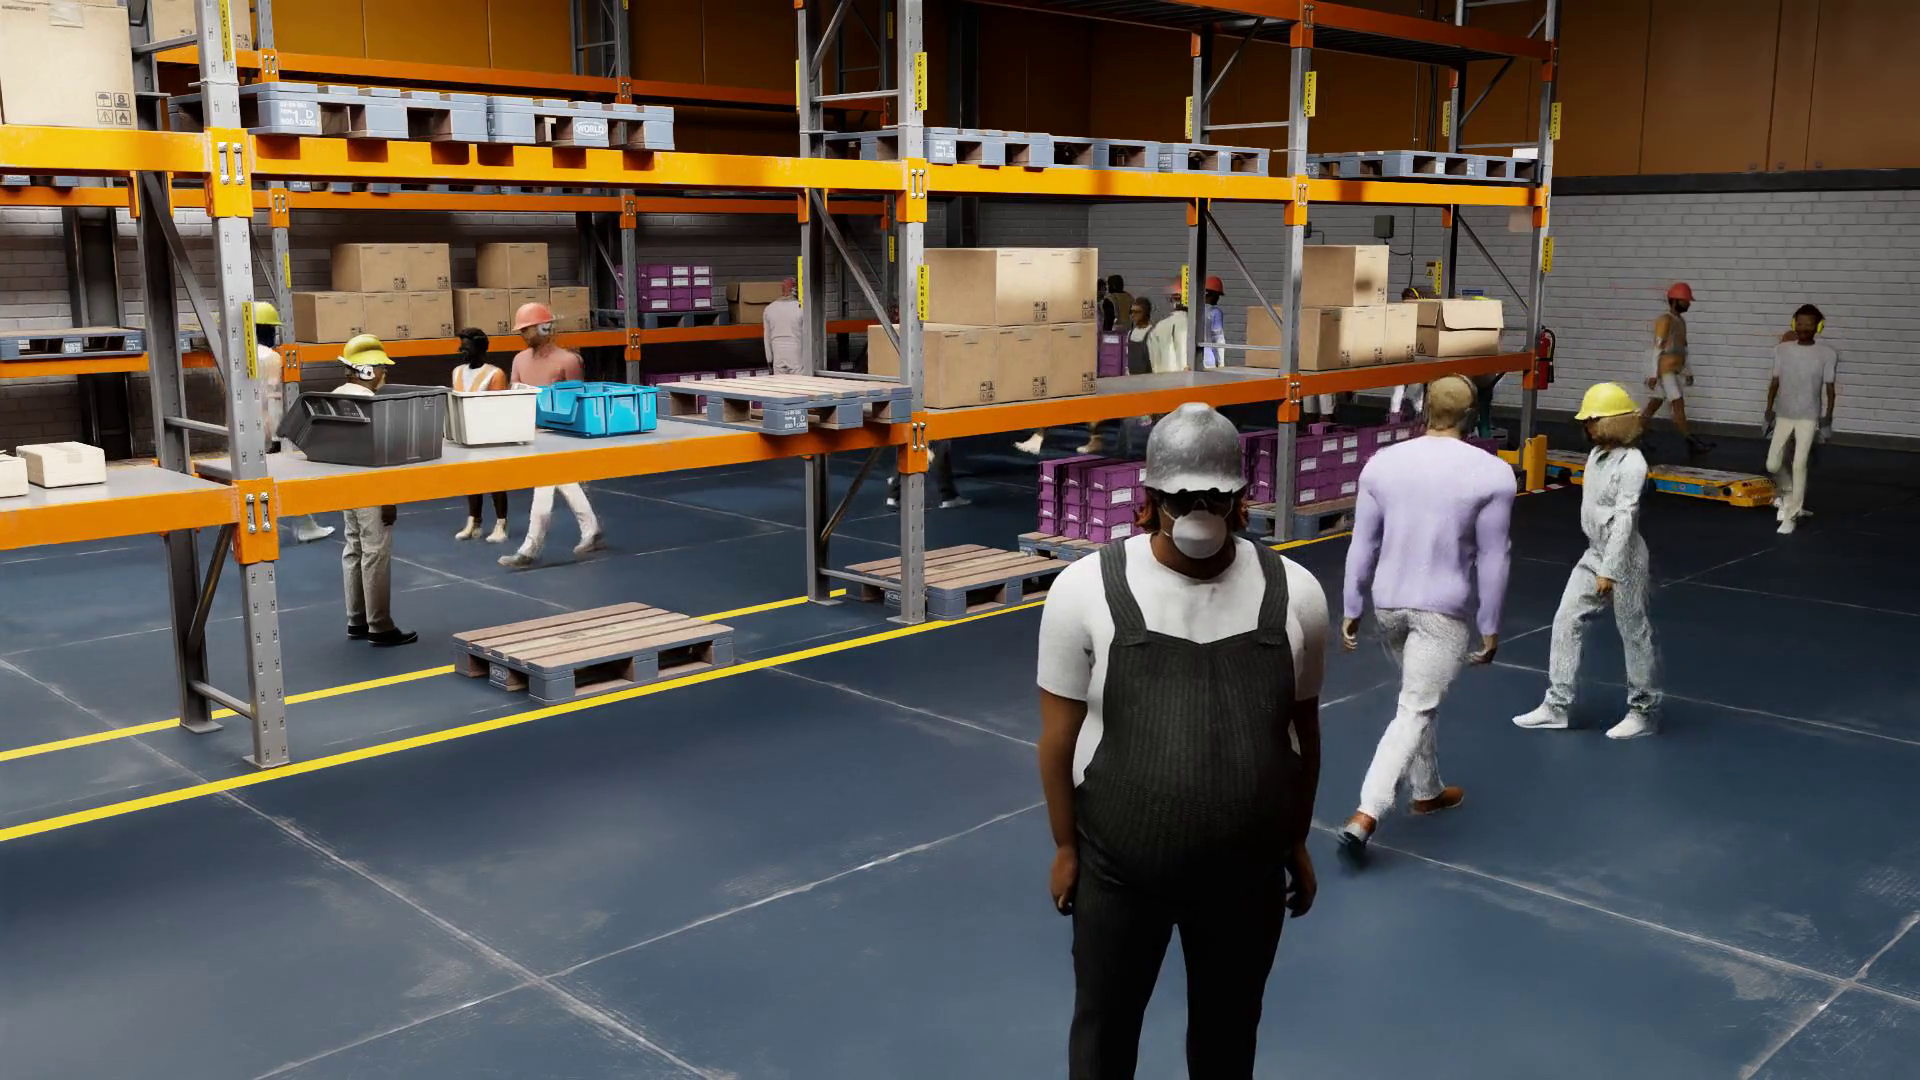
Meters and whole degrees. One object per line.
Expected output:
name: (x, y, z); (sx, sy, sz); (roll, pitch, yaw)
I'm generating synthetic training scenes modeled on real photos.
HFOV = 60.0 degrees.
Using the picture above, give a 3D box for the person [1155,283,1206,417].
person: (2.176, -1.478, 15.923); (0.629, 1.954, 0.820); (10, 14, 43)

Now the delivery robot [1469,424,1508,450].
delivery robot: (5.360, -1.081, 17.336); (0.477, 0.478, 0.707); (-5, 12, -27)

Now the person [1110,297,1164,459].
person: (1.852, -1.540, 16.748); (0.986, 1.794, 0.536); (-7, 13, -35)

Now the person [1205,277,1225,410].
person: (2.880, -2.071, 19.246); (0.368, 1.929, 0.542); (-7, 12, -33)

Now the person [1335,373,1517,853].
person: (1.784, 0.289, 6.553); (0.984, 1.882, 0.640); (-10, 14, -44)

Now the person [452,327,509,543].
person: (-3.771, -0.820, 13.054); (0.540, 1.695, 0.317); (5, 11, 24)

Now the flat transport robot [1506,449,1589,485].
flat transport robot: (5.993, -0.737, 16.491); (0.652, 0.197, 1.431); (-5, 11, -25)

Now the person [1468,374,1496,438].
person: (5.121, -1.512, 16.671); (0.533, 1.759, 0.343); (-3, 11, -13)

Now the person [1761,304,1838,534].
person: (6.801, -0.983, 13.494); (0.538, 1.860, 0.506); (10, 14, 43)

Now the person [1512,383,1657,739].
person: (3.026, 0.115, 7.906); (0.761, 1.702, 0.514); (-1, 10, -7)

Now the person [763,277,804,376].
person: (-2.021, -2.180, 19.906); (0.643, 1.905, 0.399); (4, 11, 22)

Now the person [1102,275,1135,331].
person: (2.252, -2.903, 24.029); (0.430, 1.842, 0.619); (10, 14, 44)

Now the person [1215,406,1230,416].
person: (3.045, -2.512, 21.827); (1.020, 1.875, 0.538); (9, 13, 39)

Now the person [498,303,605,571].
person: (-2.999, -0.776, 12.241); (0.602, 1.935, 1.097); (7, 13, 34)

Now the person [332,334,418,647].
person: (-3.475, -0.291, 9.801); (0.404, 1.829, 0.600); (-10, 14, -43)

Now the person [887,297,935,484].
person: (-0.488, -1.443, 16.083); (0.482, 1.829, 0.649); (-5, 12, -27)

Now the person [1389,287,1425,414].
person: (4.994, -1.902, 18.617); (0.799, 1.830, 0.534); (-5, 11, -25)

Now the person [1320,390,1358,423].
person: (3.876, -1.545, 17.326); (0.797, 1.605, 0.523); (-8, 13, -36)

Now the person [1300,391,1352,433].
person: (3.563, -1.580, 16.325); (0.368, 2.032, 0.666); (-8, 13, -36)

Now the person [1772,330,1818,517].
person: (7.149, -0.986, 14.214); (0.351, 1.598, 0.527); (-1, 10, -4)

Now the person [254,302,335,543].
person: (-5.305, -0.880, 12.840); (0.610, 1.892, 0.874); (5, 12, 26)

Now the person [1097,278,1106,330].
person: (1.722, -2.575, 22.215); (0.530, 1.846, 0.560); (1, 10, 7)

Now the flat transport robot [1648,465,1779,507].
flat transport robot: (6.799, -0.517, 15.294); (0.652, 0.197, 1.431); (-7, 13, -34)

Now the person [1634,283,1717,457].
person: (7.837, -1.863, 18.227); (0.979, 1.881, 0.567); (9, 14, 41)

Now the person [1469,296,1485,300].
person: (5.725, -1.818, 18.376); (0.560, 1.728, 0.451); (-8, 13, -37)

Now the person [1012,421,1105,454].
person: (1.136, -1.919, 18.260); (1.036, 1.987, 0.626); (-1, 10, -8)

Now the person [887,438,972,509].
person: (-0.305, -1.198, 14.603); (0.822, 1.891, 0.609); (-8, 13, -37)
